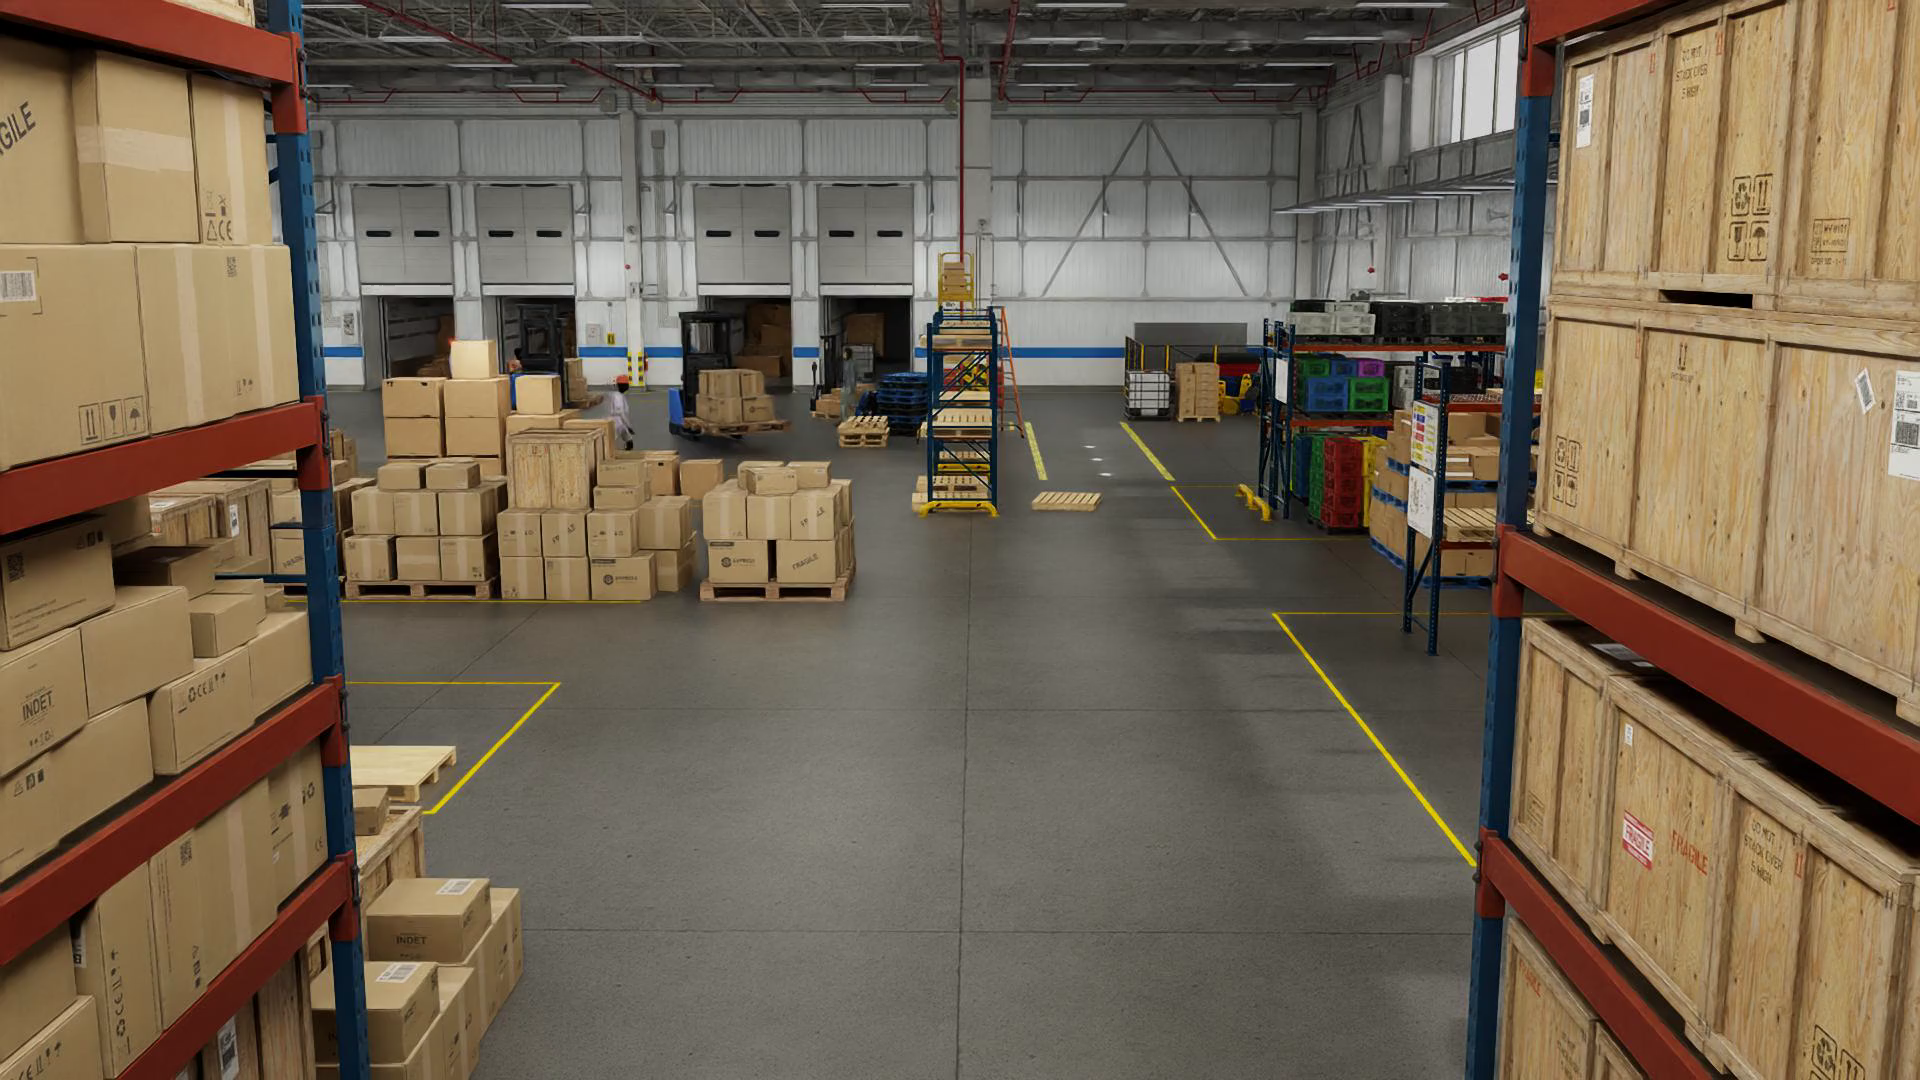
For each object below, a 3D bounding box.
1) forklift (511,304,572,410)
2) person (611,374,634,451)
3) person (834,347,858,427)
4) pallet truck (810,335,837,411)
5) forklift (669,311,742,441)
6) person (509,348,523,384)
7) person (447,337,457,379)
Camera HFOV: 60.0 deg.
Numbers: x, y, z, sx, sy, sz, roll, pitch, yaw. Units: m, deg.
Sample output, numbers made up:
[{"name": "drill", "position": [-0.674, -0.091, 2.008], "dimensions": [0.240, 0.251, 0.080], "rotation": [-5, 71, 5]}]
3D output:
[{"name": "forklift", "position": [-10.724, -4.629, 42.411], "dimensions": [1.129, 2.768, 1.873], "rotation": [0, 10, 1]}, {"name": "person", "position": [-6.336, -2.134, 30.887], "dimensions": [0.979, 1.897, 0.552], "rotation": [0, 10, -1]}, {"name": "person", "position": [-2.549, -3.636, 39.485], "dimensions": [0.855, 1.916, 0.635], "rotation": [-4, 11, -21]}, {"name": "pallet truck", "position": [-3.021, -4.312, 43.126], "dimensions": [1.885, 1.965, 0.823], "rotation": [3, 10, 17]}, {"name": "forklift", "position": [-5.723, -3.678, 36.924], "dimensions": [1.129, 2.768, 1.873], "rotation": [-5, 11, -27]}, {"name": "person", "position": [-11.347, -4.098, 42.798], "dimensions": [0.402, 1.686, 0.538], "rotation": [8, 12, 37]}, {"name": "person", "position": [-13.140, -4.307, 43.298], "dimensions": [0.373, 1.929, 0.542], "rotation": [-9, 13, -42]}]
